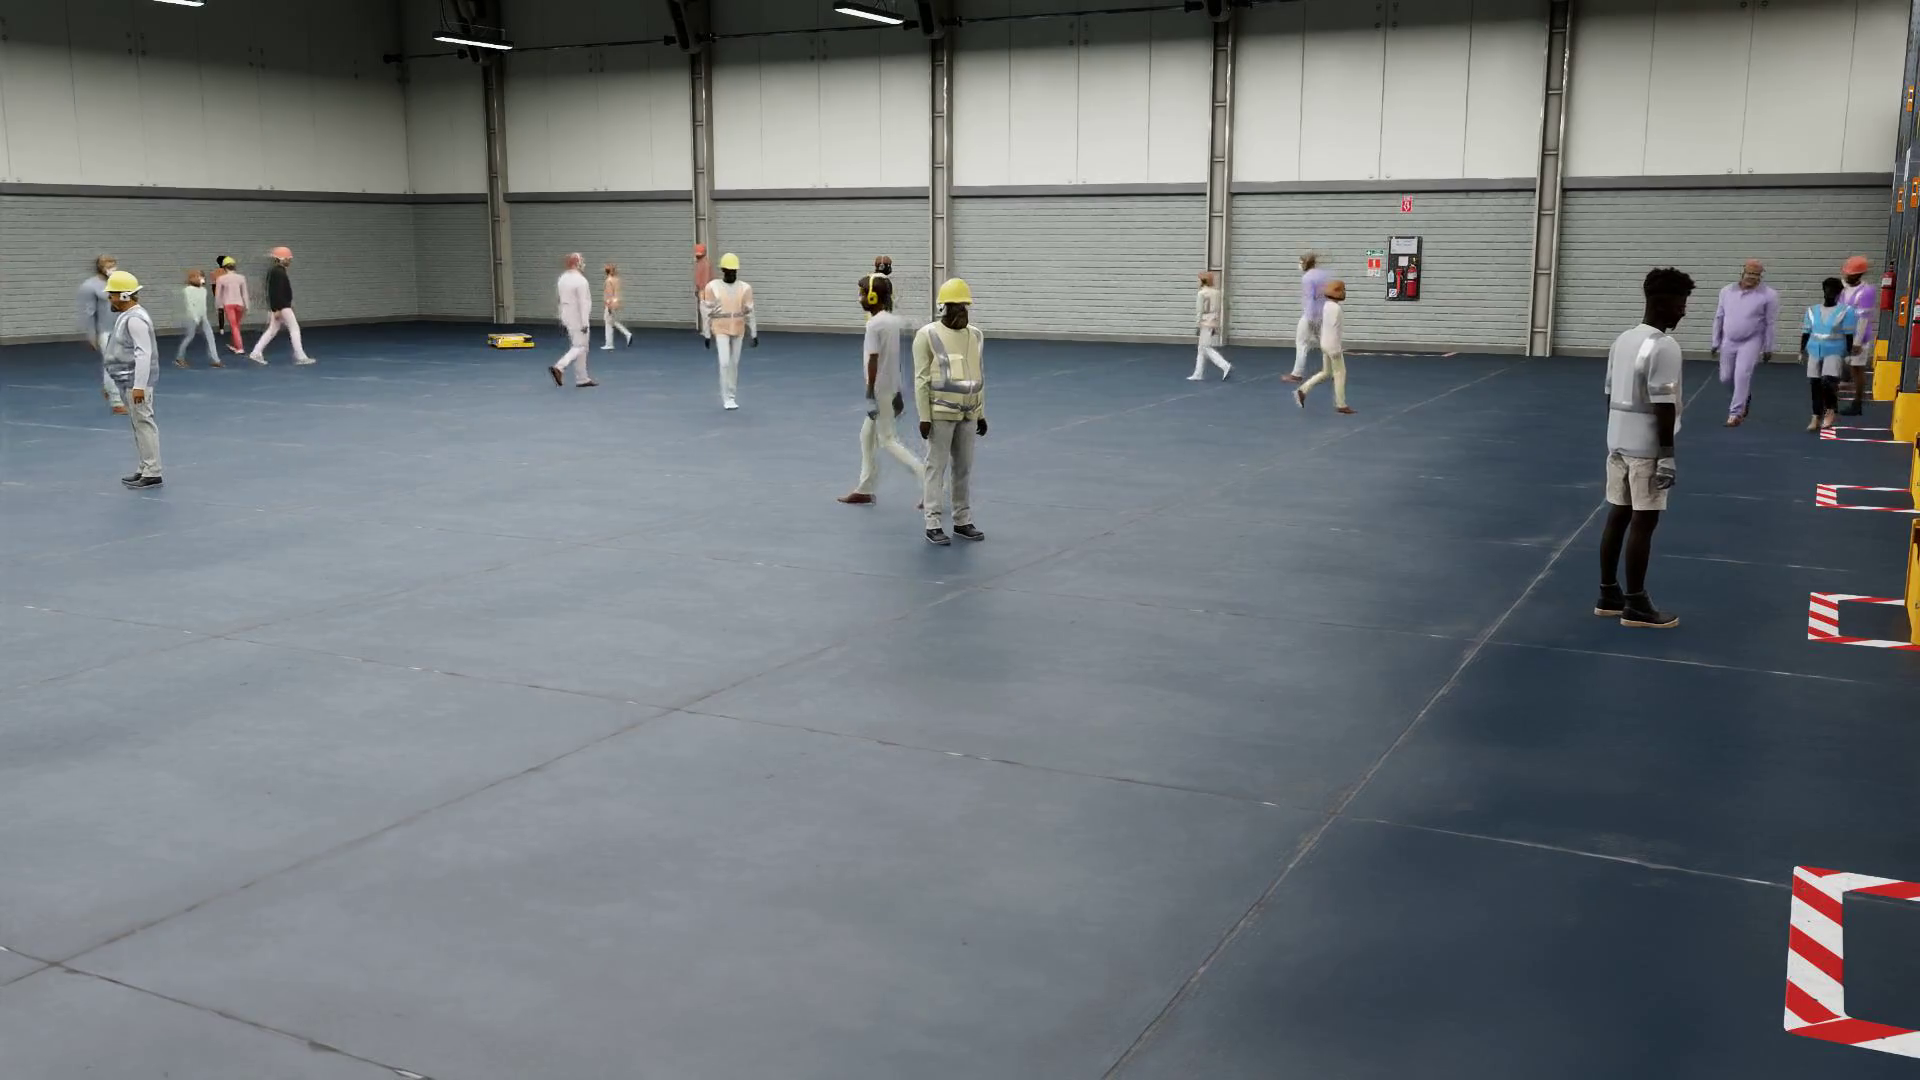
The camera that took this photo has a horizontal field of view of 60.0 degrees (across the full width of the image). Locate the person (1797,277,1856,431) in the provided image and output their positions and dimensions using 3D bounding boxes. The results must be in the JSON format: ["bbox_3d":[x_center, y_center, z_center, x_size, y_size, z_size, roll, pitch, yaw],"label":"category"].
[{"bbox_3d":[9.378,-2.007,18.041,0.387,1.679,0.554,-8,13,-37],"label":"person"}]

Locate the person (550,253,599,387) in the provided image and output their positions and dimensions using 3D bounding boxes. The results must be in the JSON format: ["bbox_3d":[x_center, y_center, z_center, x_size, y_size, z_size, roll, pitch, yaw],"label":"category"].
[{"bbox_3d":[-5.419,-3.060,23.234,0.718,1.890,0.653,-9,13,-39],"label":"person"}]

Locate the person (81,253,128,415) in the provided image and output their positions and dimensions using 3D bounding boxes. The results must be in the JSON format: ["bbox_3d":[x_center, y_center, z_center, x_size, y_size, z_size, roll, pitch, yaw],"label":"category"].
[{"bbox_3d":[-10.100,-2.446,19.795,0.487,1.920,0.646,6,12,29],"label":"person"}]

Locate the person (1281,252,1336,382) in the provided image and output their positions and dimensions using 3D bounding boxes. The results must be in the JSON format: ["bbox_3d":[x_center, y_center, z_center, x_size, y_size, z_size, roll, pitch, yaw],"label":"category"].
[{"bbox_3d":[5.163,-3.231,24.208,0.717,1.895,0.665,8,13,36],"label":"person"}]

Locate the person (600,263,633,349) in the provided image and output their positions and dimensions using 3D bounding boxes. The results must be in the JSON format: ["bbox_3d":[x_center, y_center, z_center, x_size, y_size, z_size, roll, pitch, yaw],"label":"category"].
[{"bbox_3d":[-6.459,-4.371,31.103,0.531,1.621,0.526,1,10,7],"label":"person"}]

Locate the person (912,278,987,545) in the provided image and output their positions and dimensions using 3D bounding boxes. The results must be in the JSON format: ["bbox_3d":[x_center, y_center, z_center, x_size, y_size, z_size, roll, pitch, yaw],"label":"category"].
[{"bbox_3d":[-0.046,-0.891,11.549,0.587,1.836,0.404,-8,13,-38],"label":"person"}]

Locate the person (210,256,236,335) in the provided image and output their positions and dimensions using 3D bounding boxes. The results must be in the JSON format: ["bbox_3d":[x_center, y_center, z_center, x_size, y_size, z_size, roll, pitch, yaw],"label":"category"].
[{"bbox_3d":[-15.772,-5.247,35.696,0.532,1.693,0.319,-4,11,-18],"label":"person"}]

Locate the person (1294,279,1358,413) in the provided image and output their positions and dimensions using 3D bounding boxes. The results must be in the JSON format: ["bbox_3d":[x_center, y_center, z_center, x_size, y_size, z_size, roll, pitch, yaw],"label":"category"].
[{"bbox_3d":[4.419,-2.313,19.927,0.696,1.616,0.515,0,10,-2],"label":"person"}]

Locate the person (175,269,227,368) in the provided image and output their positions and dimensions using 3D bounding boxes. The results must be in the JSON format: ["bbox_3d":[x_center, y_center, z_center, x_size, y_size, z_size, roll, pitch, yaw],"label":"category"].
[{"bbox_3d":[-12.308,-3.560,26.767,0.844,1.594,0.501,3,11,16],"label":"person"}]

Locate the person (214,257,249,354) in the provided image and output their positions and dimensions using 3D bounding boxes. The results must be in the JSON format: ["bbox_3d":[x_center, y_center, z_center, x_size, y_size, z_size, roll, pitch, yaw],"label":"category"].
[{"bbox_3d":[-13.169,-4.221,29.992,0.882,1.718,0.551,9,14,40],"label":"person"}]

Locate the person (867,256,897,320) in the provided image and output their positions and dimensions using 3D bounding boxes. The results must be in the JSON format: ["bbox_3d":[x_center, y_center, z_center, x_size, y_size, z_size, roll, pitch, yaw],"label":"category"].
[{"bbox_3d":[-1.113,-3.145,23.838,0.430,1.840,0.621,-5,12,-26],"label":"person"}]

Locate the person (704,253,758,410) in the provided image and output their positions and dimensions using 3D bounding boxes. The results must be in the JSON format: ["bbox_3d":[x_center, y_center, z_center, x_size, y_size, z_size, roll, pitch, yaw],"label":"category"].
[{"bbox_3d":[-2.767,-2.529,20.292,0.614,1.897,0.786,-5,12,-26],"label":"person"}]

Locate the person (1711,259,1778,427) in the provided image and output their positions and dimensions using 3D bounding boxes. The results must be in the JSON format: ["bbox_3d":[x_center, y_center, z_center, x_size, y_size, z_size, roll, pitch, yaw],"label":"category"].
[{"bbox_3d":[8.824,-2.216,18.703,0.743,1.872,0.646,-9,14,-41],"label":"person"}]

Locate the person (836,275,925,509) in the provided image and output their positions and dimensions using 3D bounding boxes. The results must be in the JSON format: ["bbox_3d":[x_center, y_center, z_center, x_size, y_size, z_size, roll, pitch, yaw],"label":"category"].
[{"bbox_3d":[-0.553,-1.152,13.019,0.879,1.832,0.528,3,11,17],"label":"person"}]

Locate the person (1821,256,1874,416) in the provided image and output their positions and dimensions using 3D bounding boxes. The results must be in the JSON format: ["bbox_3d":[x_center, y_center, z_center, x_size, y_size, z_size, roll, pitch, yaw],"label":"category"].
[{"bbox_3d":[10.455,-2.376,19.515,0.661,1.885,0.551,-2,11,-13],"label":"person"}]

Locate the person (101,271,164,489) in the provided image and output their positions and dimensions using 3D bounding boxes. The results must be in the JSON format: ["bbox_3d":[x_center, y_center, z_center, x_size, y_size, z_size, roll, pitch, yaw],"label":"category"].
[{"bbox_3d":[-6.976,-1.345,14.035,0.404,1.829,0.600,-6,12,-31],"label":"person"}]

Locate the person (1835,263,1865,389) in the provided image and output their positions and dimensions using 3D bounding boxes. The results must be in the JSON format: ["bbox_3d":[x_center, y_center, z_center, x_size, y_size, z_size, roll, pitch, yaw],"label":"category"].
[{"bbox_3d":[12.071,-2.958,22.883,0.863,1.801,0.569,-4,11,-19],"label":"person"}]

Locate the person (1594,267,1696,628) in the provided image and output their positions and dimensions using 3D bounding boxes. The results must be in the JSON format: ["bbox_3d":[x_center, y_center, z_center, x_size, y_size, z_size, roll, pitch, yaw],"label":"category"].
[{"bbox_3d":[3.763,-0.507,9.124,0.395,1.956,0.609,-1,10,-5],"label":"person"}]

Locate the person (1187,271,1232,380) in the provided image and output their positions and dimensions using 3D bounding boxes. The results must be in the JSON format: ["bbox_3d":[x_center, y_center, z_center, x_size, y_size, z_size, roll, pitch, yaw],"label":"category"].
[{"bbox_3d":[3.659,-3.116,24.285,0.702,1.615,0.523,6,12,31],"label":"person"}]

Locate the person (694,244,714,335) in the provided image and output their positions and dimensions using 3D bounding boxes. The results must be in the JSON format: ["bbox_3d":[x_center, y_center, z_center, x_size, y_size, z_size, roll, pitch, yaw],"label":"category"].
[{"bbox_3d":[-5.498,-5.383,35.773,0.554,1.945,0.695,-7,12,-32],"label":"person"}]

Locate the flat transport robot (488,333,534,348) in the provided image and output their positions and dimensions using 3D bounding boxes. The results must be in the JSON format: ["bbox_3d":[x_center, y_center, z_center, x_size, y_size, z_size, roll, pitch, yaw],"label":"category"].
[{"bbox_3d":[-8.600,-3.822,31.805,0.652,0.197,1.431,-5,11,-23],"label":"flat transport robot"}]

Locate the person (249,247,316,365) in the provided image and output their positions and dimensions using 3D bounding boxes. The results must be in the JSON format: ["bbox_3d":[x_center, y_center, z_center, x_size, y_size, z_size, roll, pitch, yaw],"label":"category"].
[{"bbox_3d":[-11.267,-3.855,27.425,0.984,1.954,0.611,-7,13,-34],"label":"person"}]
